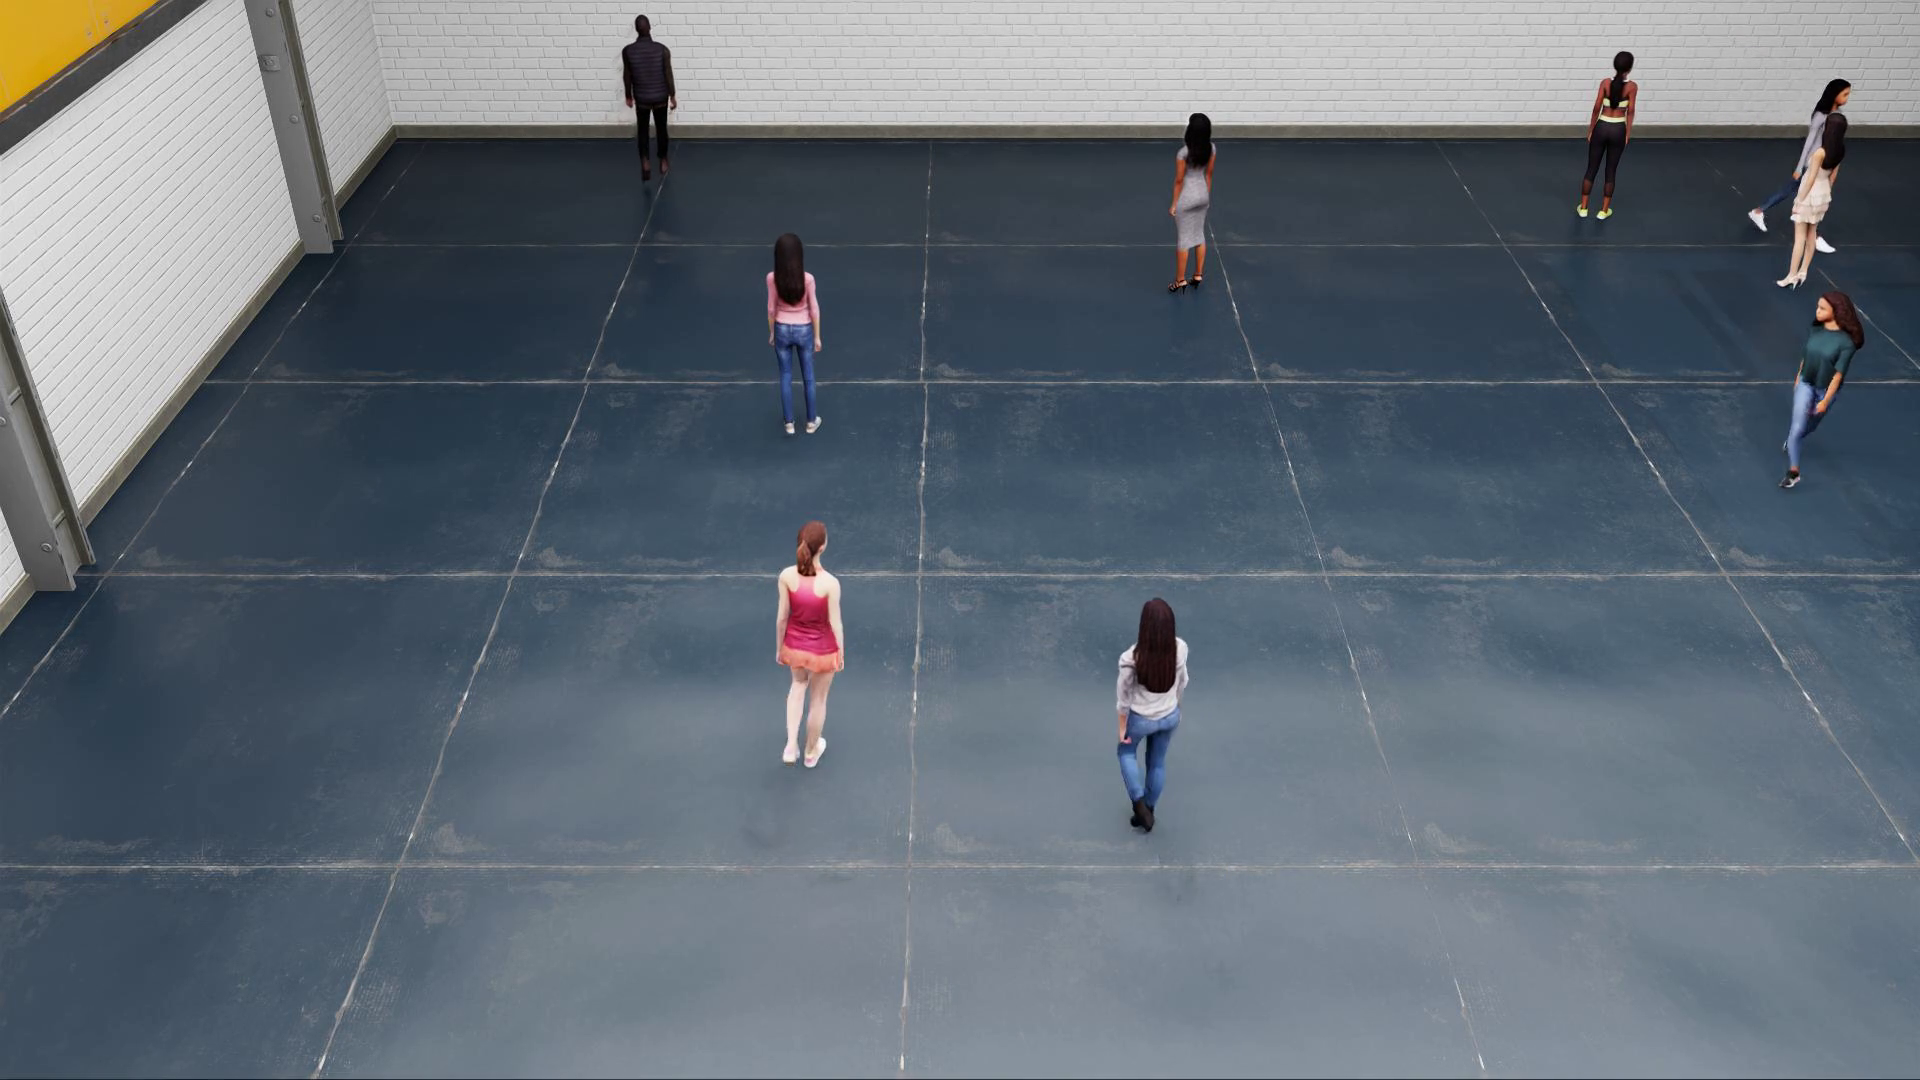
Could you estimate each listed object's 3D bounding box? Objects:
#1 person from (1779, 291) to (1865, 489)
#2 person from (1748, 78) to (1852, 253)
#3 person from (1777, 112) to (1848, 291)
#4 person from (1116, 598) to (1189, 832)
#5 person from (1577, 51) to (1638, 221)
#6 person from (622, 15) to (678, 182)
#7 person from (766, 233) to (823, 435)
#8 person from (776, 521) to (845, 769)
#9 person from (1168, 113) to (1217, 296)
[{"bbox_3d":[6.727,-1.206,13.051,1.029,1.571,0.973,-29,43,-36],"label":"person"},{"bbox_3d":[8.573,-3.848,16.917,1.136,1.691,1.240,-25,41,-33],"label":"person"},{"bbox_3d":[8.197,-3.244,15.969,0.662,1.735,0.668,-16,37,-23],"label":"person"},{"bbox_3d":[1.131,1.073,9.580,0.686,1.617,0.715,-9,35,-14],"label":"person"},{"bbox_3d":[6.809,-4.243,17.455,0.631,1.754,0.632,14,36,20],"label":"person"},{"bbox_3d":[-3.417,-4.823,18.269,0.739,1.819,1.021,-2,34,-2],"label":"person"},{"bbox_3d":[-1.365,-1.689,13.622,0.576,1.742,0.476,1,34,1],"label":"person"},{"bbox_3d":[-0.929,0.716,10.011,0.674,1.736,0.762,10,35,14],"label":"person"},{"bbox_3d":[2.218,-3.211,15.877,0.661,1.781,0.665,-16,37,-23],"label":"person"}]
